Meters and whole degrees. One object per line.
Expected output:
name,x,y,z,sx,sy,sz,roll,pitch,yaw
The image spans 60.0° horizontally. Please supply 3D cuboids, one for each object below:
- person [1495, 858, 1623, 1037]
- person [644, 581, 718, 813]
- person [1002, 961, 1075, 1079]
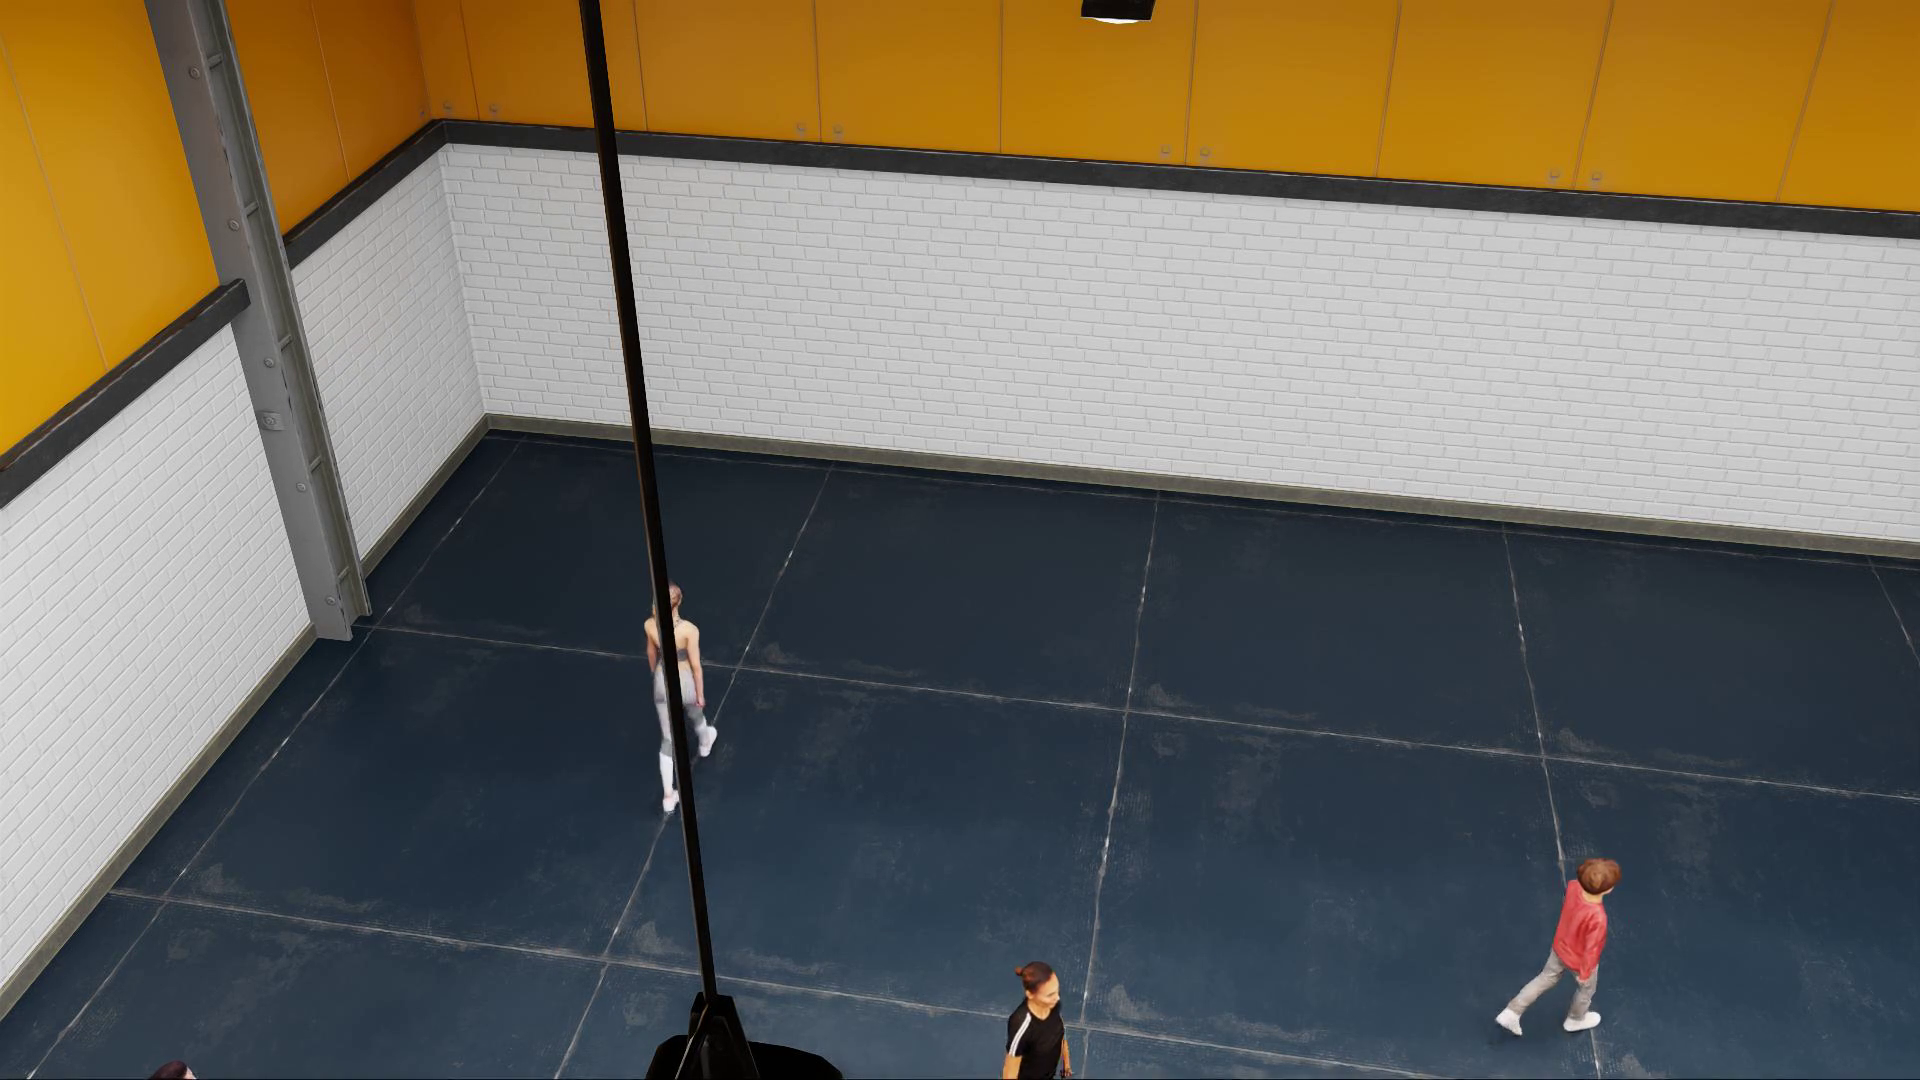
person,3.453,2.356,9.507,0.837,1.390,0.915,-10,35,-14
person,-1.940,1.063,11.209,0.562,1.659,1.123,6,34,9
person,0.299,2.766,8.648,0.748,1.658,0.634,20,38,27
